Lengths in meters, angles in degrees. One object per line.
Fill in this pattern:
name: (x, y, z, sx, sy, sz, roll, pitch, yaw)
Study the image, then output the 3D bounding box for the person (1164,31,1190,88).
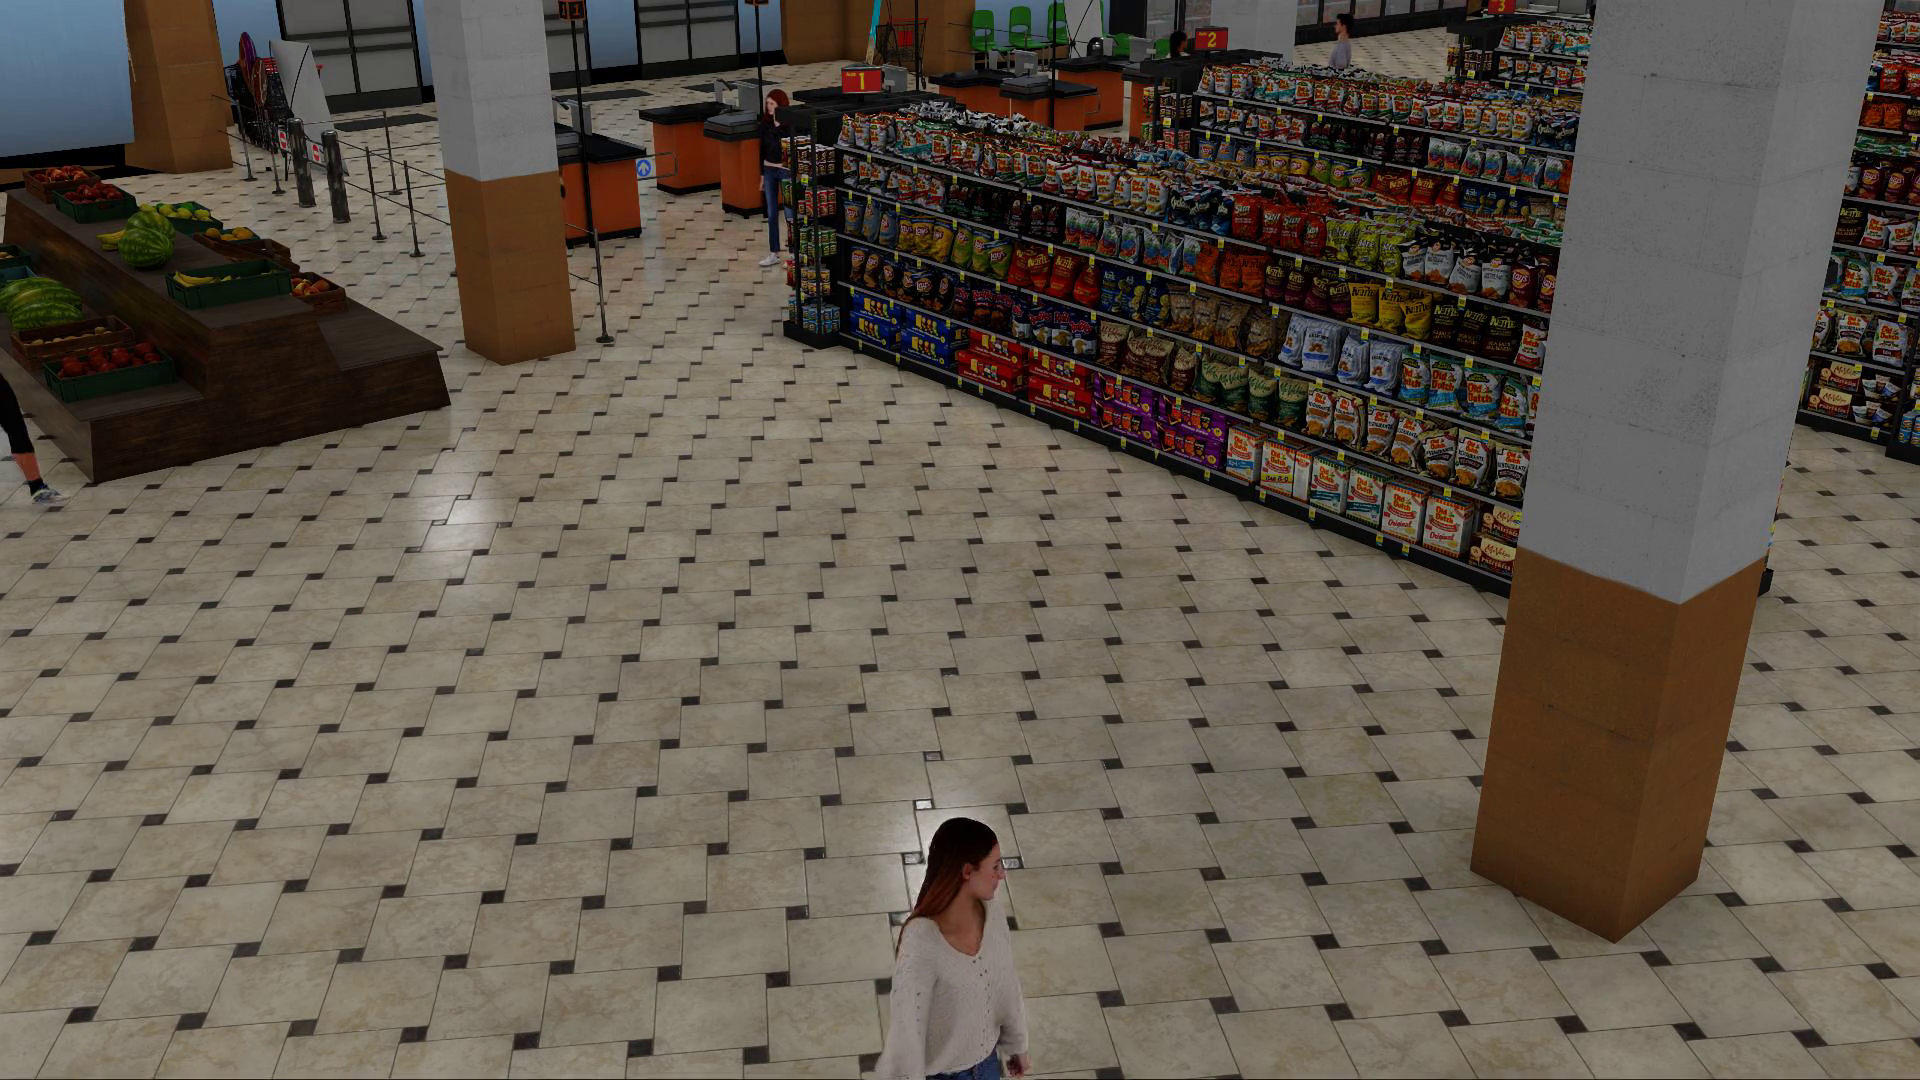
person: (2.905, -5.937, 22.188, 0.534, 1.642, 0.676, 16, 28, 33)

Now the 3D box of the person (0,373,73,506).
person: (-6.506, -1.055, 10.804, 1.165, 1.824, 1.013, 8, 25, 19)

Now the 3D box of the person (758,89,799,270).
person: (-1.811, -3.639, 16.751, 0.599, 1.789, 0.713, 12, 26, 25)

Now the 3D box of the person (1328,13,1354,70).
person: (4.994, -5.967, 21.950, 0.773, 1.887, 0.755, 5, 24, 12)

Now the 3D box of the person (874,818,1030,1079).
person: (-0.048, 1.594, 4.926, 0.704, 1.683, 0.604, -14, 27, -28)
